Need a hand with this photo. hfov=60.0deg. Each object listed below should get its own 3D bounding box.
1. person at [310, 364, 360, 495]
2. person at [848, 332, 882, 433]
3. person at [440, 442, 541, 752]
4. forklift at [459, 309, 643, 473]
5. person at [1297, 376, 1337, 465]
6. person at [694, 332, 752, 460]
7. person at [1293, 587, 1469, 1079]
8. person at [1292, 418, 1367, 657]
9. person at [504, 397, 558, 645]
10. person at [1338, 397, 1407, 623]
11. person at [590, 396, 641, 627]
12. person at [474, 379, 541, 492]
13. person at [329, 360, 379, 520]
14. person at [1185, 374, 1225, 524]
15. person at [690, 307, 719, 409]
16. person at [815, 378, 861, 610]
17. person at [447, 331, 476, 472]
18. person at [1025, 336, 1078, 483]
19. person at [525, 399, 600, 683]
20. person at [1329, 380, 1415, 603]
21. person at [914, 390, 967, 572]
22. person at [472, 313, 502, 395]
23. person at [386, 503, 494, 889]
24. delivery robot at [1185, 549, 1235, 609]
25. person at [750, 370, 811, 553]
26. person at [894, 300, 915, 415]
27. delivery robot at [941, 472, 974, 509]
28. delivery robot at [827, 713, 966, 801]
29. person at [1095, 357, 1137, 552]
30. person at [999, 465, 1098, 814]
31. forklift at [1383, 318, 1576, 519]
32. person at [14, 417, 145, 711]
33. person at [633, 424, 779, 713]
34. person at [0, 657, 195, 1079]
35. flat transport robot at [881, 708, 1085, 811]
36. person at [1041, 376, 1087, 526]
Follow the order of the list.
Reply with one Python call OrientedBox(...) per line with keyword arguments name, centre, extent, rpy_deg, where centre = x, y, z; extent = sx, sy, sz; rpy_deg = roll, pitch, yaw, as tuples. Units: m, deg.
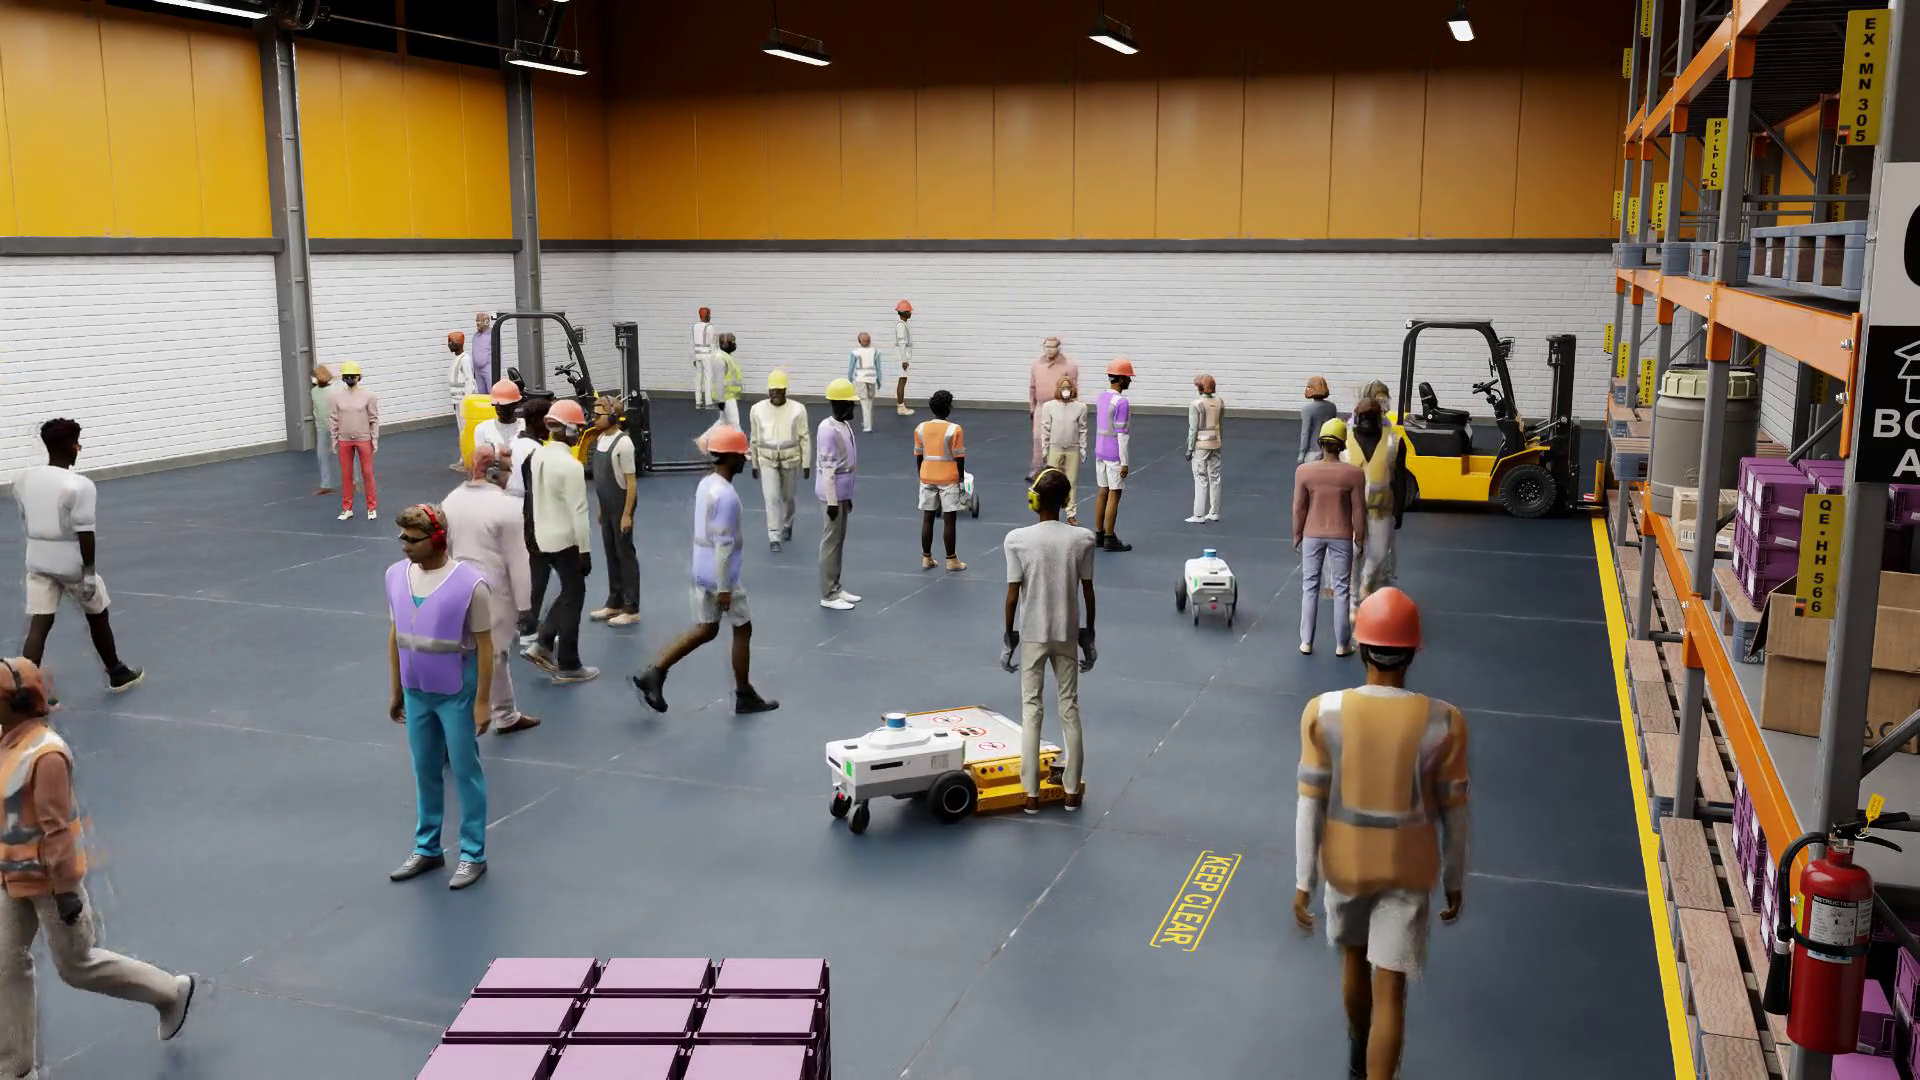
OrientedBox(name="person", centre=(-7.644, -1.353, 20.311), extent=(0.518, 1.596, 0.589), rpy_deg=(5, 11, 24))
OrientedBox(name="person", centre=(-1.580, -2.570, 27.089), extent=(0.531, 1.602, 0.798), rpy_deg=(-4, 11, -24))
OrientedBox(name="person", centre=(-2.873, 0.344, 9.987), extent=(0.663, 1.872, 0.885), rpy_deg=(7, 12, 34))
OrientedBox(name="forklift", centre=(-5.354, -1.902, 21.697), extent=(2.313, 2.155, 1.214), rpy_deg=(-2, 10, -13))
OrientedBox(name="person", centre=(3.824, -0.938, 17.848), extent=(0.499, 1.634, 0.285), rpy_deg=(-7, 12, -34))
OrientedBox(name="person", centre=(-3.361, -2.023, 23.443), extent=(0.789, 1.823, 0.625), rpy_deg=(0, 10, 2))
OrientedBox(name="person", centre=(1.429, 1.100, 5.668), extent=(0.560, 1.888, 1.021), rpy_deg=(3, 11, 19))
OrientedBox(name="person", centre=(2.724, -0.016, 12.286), extent=(0.534, 1.767, 0.314), rpy_deg=(4, 11, 19))
OrientedBox(name="person", centre=(-3.269, -0.143, 12.652), extent=(0.410, 1.892, 0.627), rpy_deg=(-5, 11, -24))
OrientedBox(name="person", centre=(3.306, -0.271, 13.578), extent=(0.639, 1.820, 0.710), rpy_deg=(2, 10, 9))
OrientedBox(name="person", centre=(-2.756, -0.233, 13.284), extent=(0.346, 1.845, 0.505), rpy_deg=(-8, 13, -37))
OrientedBox(name="person", centre=(-3.727, -0.369, 13.797), extent=(0.548, 1.934, 0.374), rpy_deg=(-3, 10, -15))
OrientedBox(name="person", centre=(-6.684, -1.099, 18.374), extent=(0.526, 1.772, 0.307), rpy_deg=(-1, 10, -6))
OrientedBox(name="person", centre=(2.677, -0.992, 18.147), extent=(0.511, 1.638, 0.309), rpy_deg=(-8, 13, -38))
OrientedBox(name="person", centre=(-4.727, -3.355, 30.755), extent=(0.584, 1.882, 0.337), rpy_deg=(8, 13, 37))
OrientedBox(name="person", centre=(-1.011, -0.391, 13.942), extent=(0.384, 1.928, 0.589), rpy_deg=(2, 10, 10))
OrientedBox(name="person", centre=(-6.683, -1.858, 22.320), extent=(0.355, 1.886, 0.572), rpy_deg=(-6, 11, -28))
OrientedBox(name="person", centre=(1.130, -1.640, 21.112), extent=(0.679, 1.868, 0.905), rpy_deg=(4, 11, 22))
OrientedBox(name="person", centre=(-2.721, 0.015, 11.523), extent=(0.434, 1.972, 0.654), rpy_deg=(-8, 13, -39))
OrientedBox(name="person", centre=(3.467, -0.370, 13.872), extent=(0.633, 1.901, 0.870), rpy_deg=(-8, 13, -38))
OrientedBox(name="person", centre=(-0.175, -0.547, 15.468), extent=(0.536, 1.696, 0.318), rpy_deg=(6, 12, 29))
OrientedBox(name="person", centre=(-7.916, -2.829, 27.727), extent=(0.639, 1.911, 0.402), rpy_deg=(7, 12, 35))
OrientedBox(name="person", centre=(-2.452, 0.728, 7.893), extent=(0.564, 1.837, 0.396), rpy_deg=(4, 11, 22))
OrientedBox(name="delivery robot", centre=(2.031, 0.319, 13.543), extent=(0.477, 0.478, 0.707), rpy_deg=(0, 10, 2))
OrientedBox(name="person", centre=(-1.807, -0.821, 16.732), extent=(0.600, 1.803, 0.873), rpy_deg=(-1, 10, -6))
OrientedBox(name="person", centre=(-0.990, -3.256, 29.737), extent=(0.365, 2.048, 0.607), rpy_deg=(0, 10, -2))
OrientedBox(name="delivery robot", centre=(-0.027, -0.601, 18.726), extent=(0.477, 0.478, 0.707), rpy_deg=(0, 10, 3))
OrientedBox(name="delivery robot", centre=(-0.339, 1.161, 8.801), extent=(0.707, 0.478, 0.477), rpy_deg=(-5, 11, -25))
OrientedBox(name="person", centre=(1.551, -0.845, 16.518), extent=(0.396, 1.929, 0.539), rpy_deg=(-4, 11, -22))
OrientedBox(name="person", centre=(0.474, 0.531, 8.897), extent=(0.532, 1.876, 0.321), rpy_deg=(-2, 10, -9))
OrientedBox(name="forklift", centre=(5.787, -1.437, 19.079), extent=(2.313, 2.155, 1.214), rpy_deg=(3, 11, 19))
OrientedBox(name="person", centre=(-5.893, 0.147, 10.949), extent=(0.623, 1.912, 1.002), rpy_deg=(2, 10, 11))
OrientedBox(name="person", centre=(-1.645, 0.211, 10.659), extent=(0.850, 1.908, 0.551), rpy_deg=(-5, 11, -24))
OrientedBox(name="person", centre=(-3.219, 1.182, 5.985), extent=(0.528, 1.613, 0.734), rpy_deg=(8, 13, 37))
OrientedBox(name="flat transport robot", centre=(0.089, 1.215, 9.561), extent=(0.652, 0.197, 1.431), rpy_deg=(-5, 11, -25))
OrientedBox(name="person", centre=(1.122, -0.954, 17.933), extent=(0.498, 1.634, 0.281), rpy_deg=(-1, 10, -6))
